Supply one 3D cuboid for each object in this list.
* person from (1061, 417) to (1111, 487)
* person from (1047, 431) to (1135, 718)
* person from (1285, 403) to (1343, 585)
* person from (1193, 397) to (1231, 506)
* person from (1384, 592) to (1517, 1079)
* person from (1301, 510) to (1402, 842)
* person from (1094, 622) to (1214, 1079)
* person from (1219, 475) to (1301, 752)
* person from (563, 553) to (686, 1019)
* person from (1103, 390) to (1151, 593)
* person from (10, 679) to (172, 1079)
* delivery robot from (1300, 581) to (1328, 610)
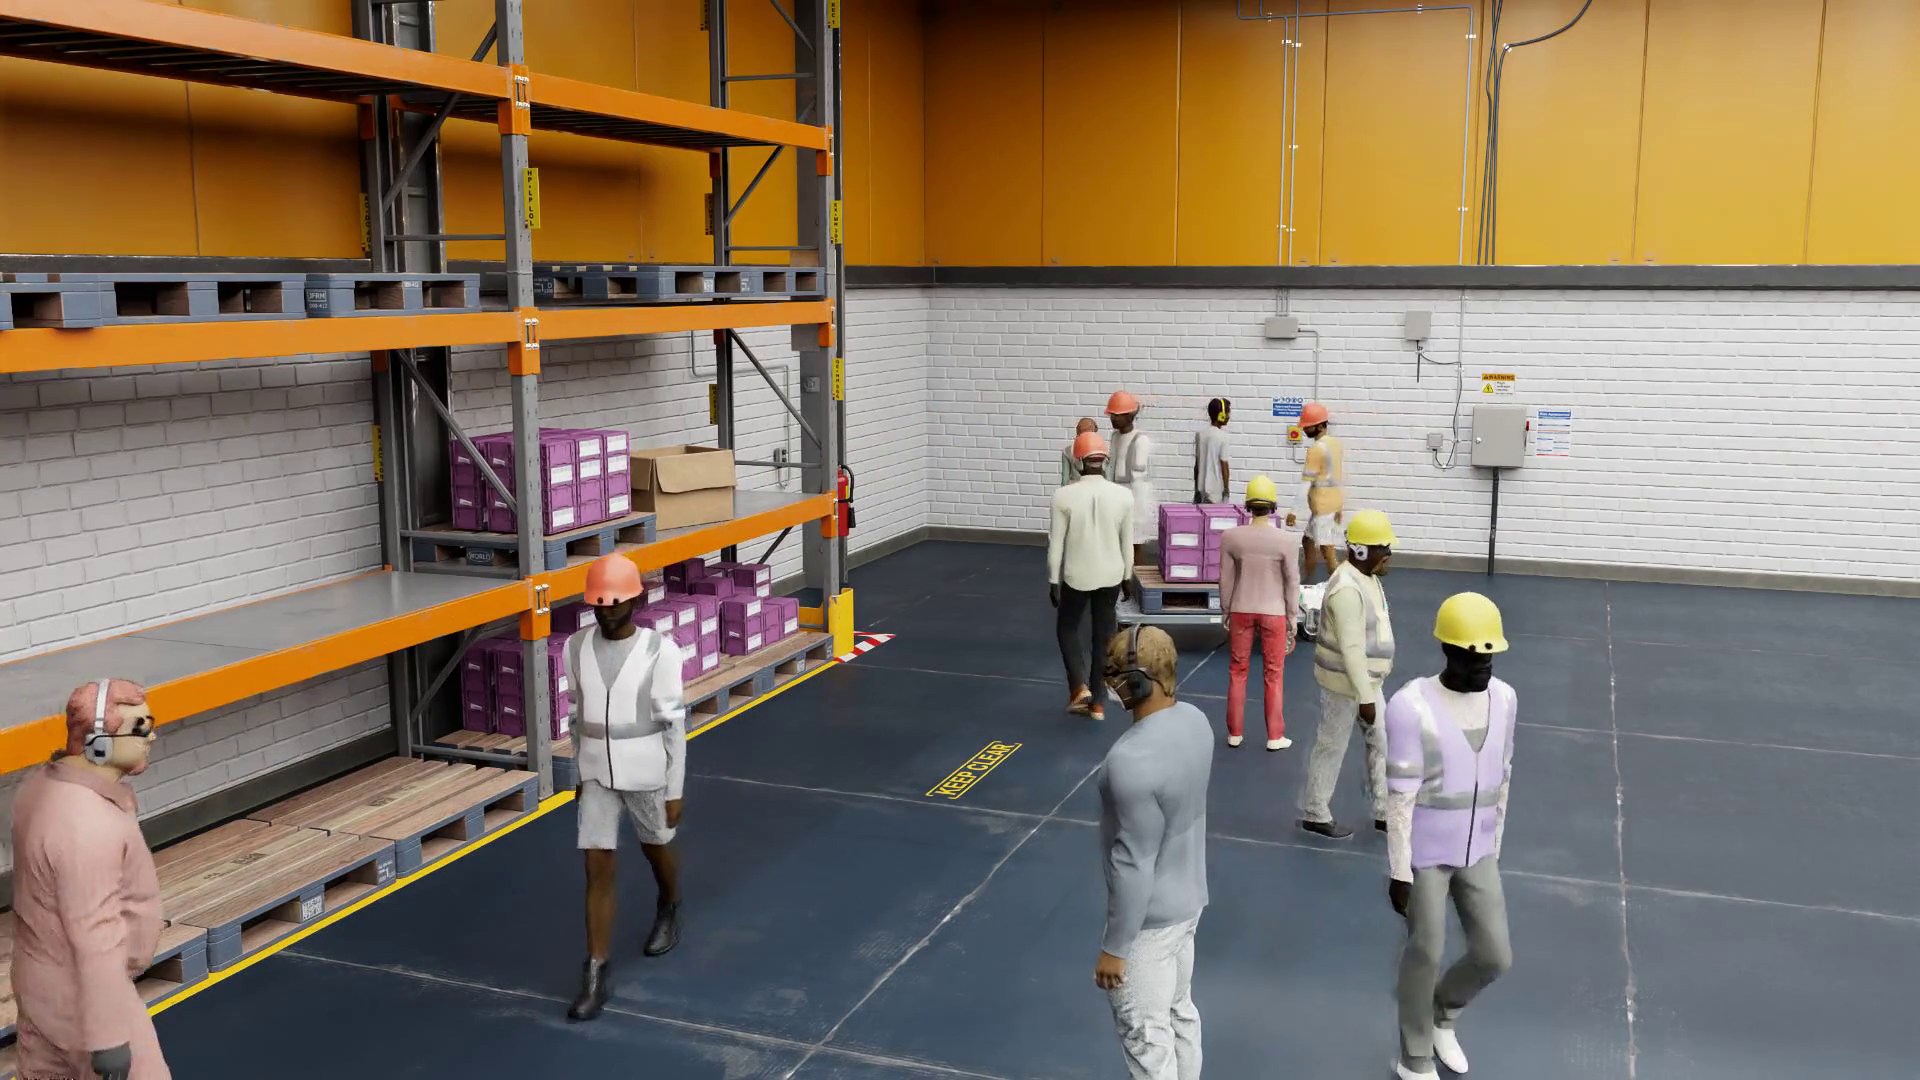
[{"bbox_3d":[1.251,-0.387,16.389,0.514,1.644,0.307,2,9,12],"label":"person"},{"bbox_3d":[0.897,0.250,11.327,0.630,1.978,0.474,-1,9,-9],"label":"person"},{"bbox_3d":[3.206,-0.299,15.068,0.821,1.883,0.557,5,10,29],"label":"person"},{"bbox_3d":[2.435,-0.474,16.293,0.637,1.850,0.535,-6,11,-32],"label":"person"},{"bbox_3d":[1.794,1.127,6.066,0.599,1.911,0.409,-3,10,-20],"label":"person"},{"bbox_3d":[2.177,0.743,8.780,0.771,1.802,0.621,4,10,25],"label":"person"},{"bbox_3d":[0.608,1.219,5.402,0.373,1.935,0.628,4,10,26],"label":"person"},{"bbox_3d":[1.908,0.469,10.619,0.526,1.772,0.304,4,10,23],"label":"person"},{"bbox_3d":[-1.421,0.975,7.097,0.561,1.888,1.015,2,9,10],"label":"person"},{"bbox_3d":[1.452,-0.317,14.767,0.542,2.018,0.601,-5,10,-28],"label":"person"},{"bbox_3d":[-2.541,1.332,4.908,0.658,1.871,0.651,-8,12,-40],"label":"person"},{"bbox_3d":[3.174,0.504,13.911,0.707,0.478,0.477,1,9,6],"label":"delivery robot"}]
